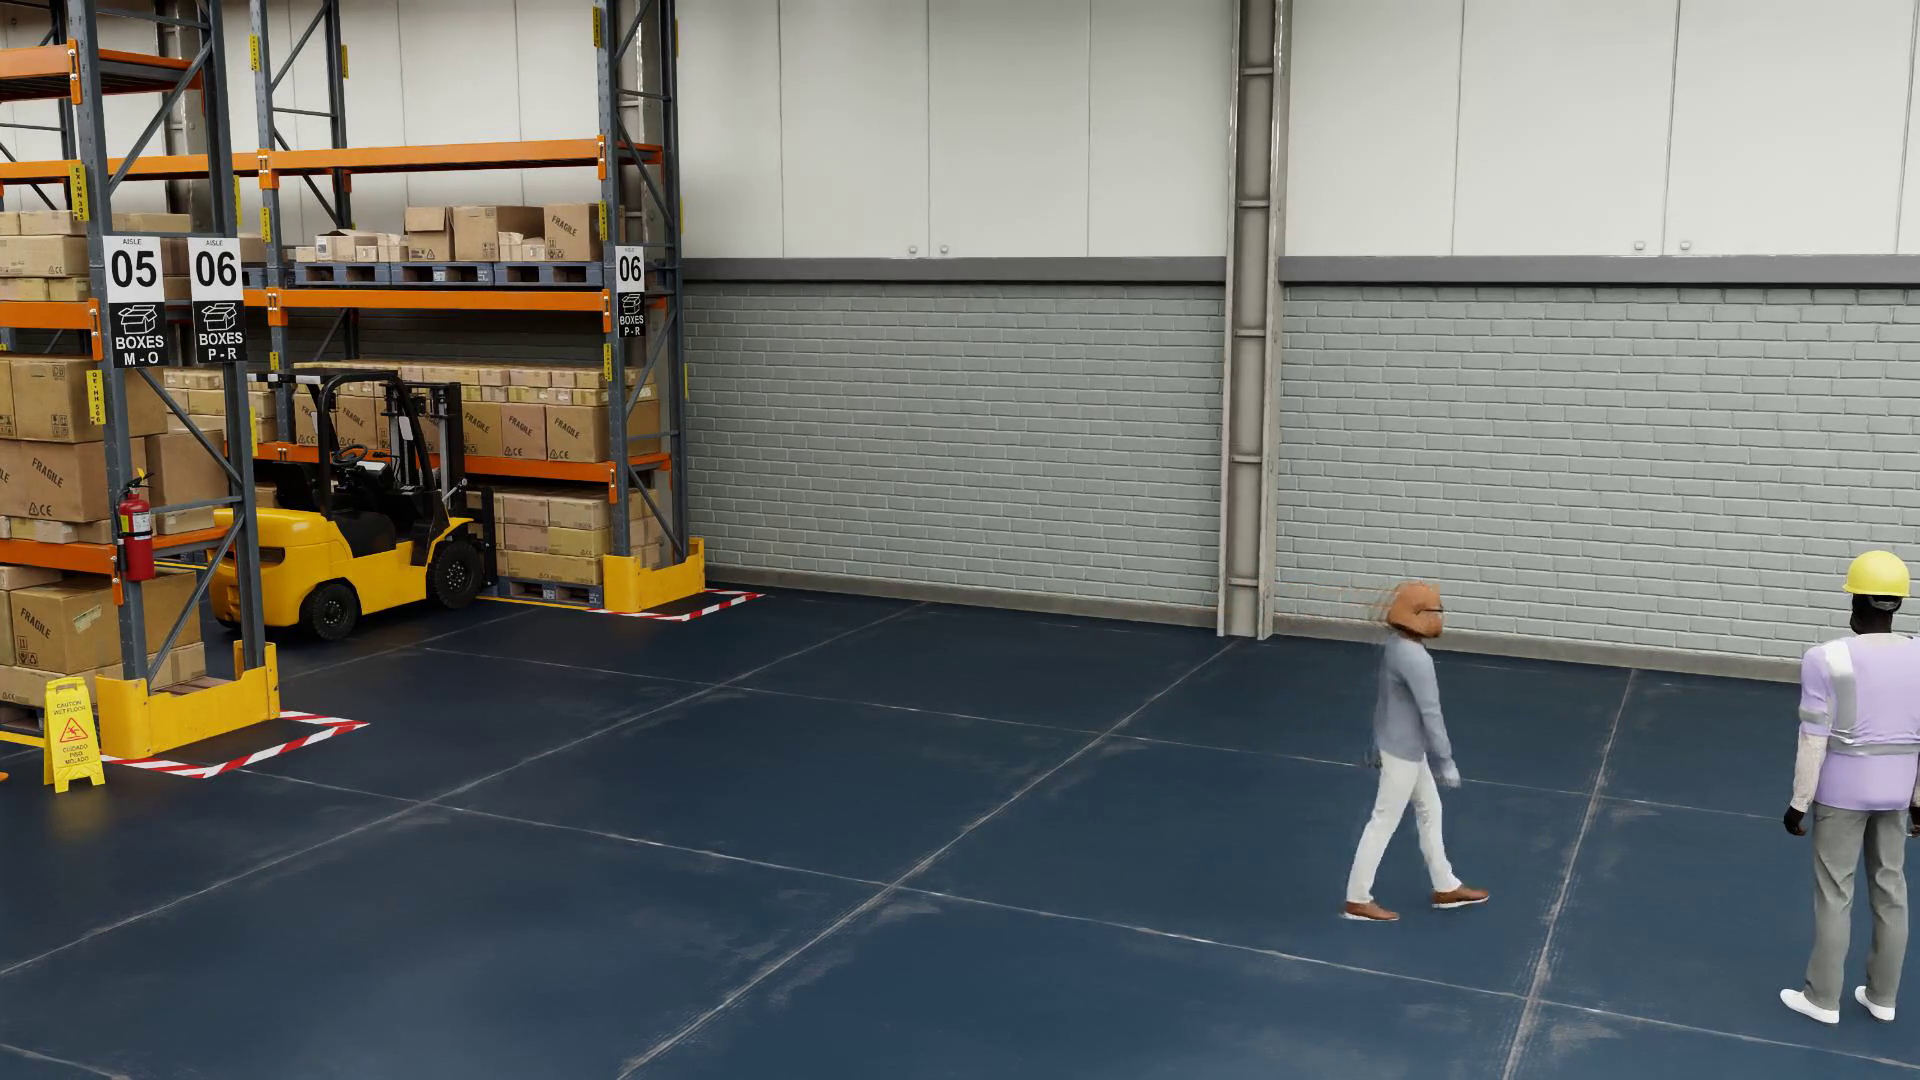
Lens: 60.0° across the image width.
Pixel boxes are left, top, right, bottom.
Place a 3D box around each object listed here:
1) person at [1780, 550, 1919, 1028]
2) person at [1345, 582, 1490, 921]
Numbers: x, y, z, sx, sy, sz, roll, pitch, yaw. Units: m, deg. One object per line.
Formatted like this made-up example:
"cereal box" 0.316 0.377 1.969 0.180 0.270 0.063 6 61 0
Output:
"person" 3.603 0.997 6.658 0.594 1.926 0.366 0 9 -3
"person" 2.165 0.993 7.685 0.788 1.603 0.508 1 9 5
